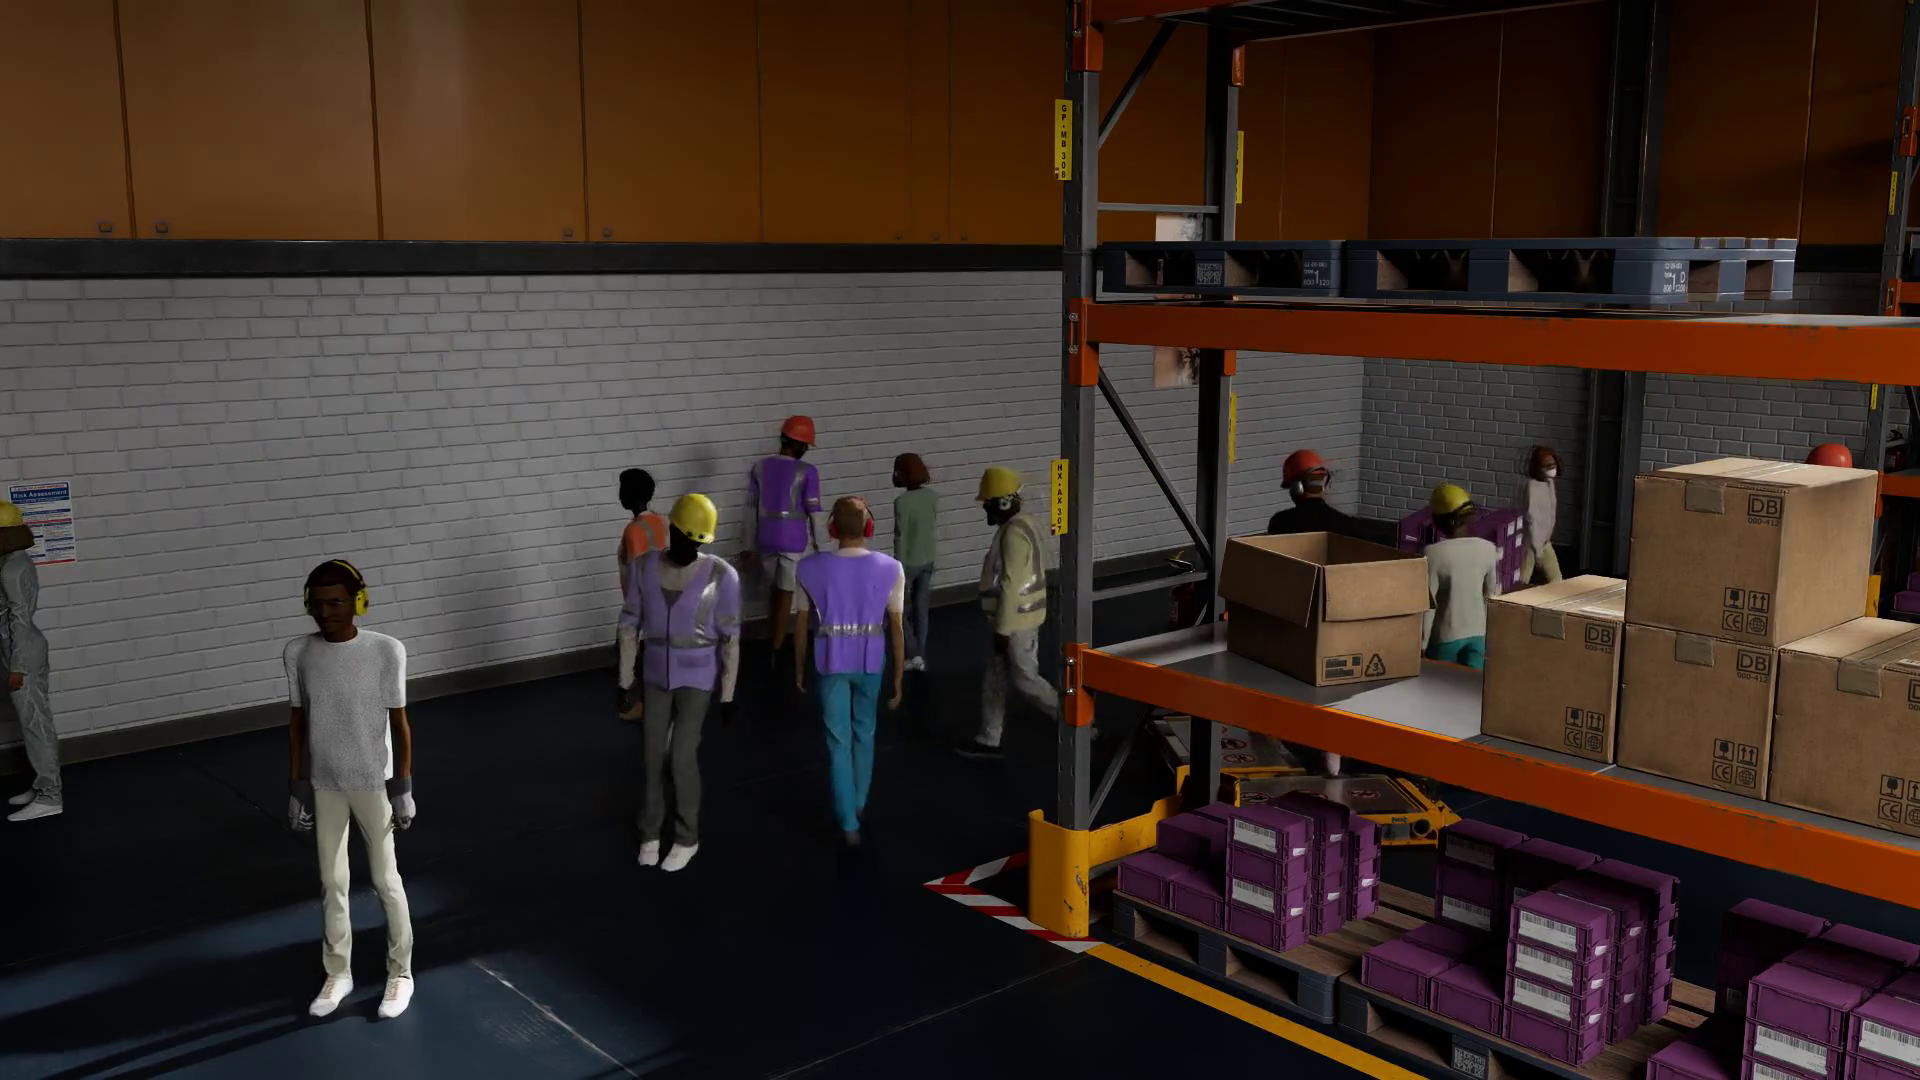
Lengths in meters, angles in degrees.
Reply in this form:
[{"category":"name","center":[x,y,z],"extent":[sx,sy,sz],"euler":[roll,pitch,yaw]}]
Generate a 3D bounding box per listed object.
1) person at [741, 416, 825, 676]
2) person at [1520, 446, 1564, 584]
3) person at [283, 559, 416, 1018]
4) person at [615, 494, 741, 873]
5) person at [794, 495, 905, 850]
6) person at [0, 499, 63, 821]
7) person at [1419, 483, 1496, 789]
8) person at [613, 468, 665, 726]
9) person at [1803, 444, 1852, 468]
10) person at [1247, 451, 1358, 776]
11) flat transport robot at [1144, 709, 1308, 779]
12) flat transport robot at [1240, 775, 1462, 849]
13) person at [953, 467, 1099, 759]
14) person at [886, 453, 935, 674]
[{"category":"person","center":[-1.280,0.025,12.224],"extent":[0.590,1.873,0.845],"euler":[4,11,24]},{"category":"person","center":[4.497,0.073,12.748],"extent":[0.797,1.587,0.512],"euler":[8,13,39]},{"category":"person","center":[-2.434,0.988,6.634],"extent":[0.514,1.861,0.316],"euler":[1,10,3]},{"category":"person","center":[-1.391,0.696,8.251],"extent":[0.628,1.881,0.419],"euler":[3,10,16]},{"category":"person","center":[-0.568,0.675,8.653],"extent":[0.571,1.809,0.922],"euler":[-2,10,-11]},{"category":"person","center":[-5.098,0.642,8.991],"extent":[0.322,1.743,0.489],"euler":[-4,11,-24]},{"category":"person","center":[2.831,0.544,9.547],"extent":[0.584,1.749,0.477],"euler":[-2,10,-13]},{"category":"person","center":[-2.054,0.374,10.717],"extent":[0.371,1.690,0.553],"euler":[1,10,7]},{"category":"person","center":[5.109,0.381,9.980],"extent":[0.374,1.928,0.542],"euler":[2,10,11]},{"category":"person","center":[1.931,0.460,9.549],"extent":[0.676,1.913,1.001],"euler":[-3,10,-19]},{"category":"flat transport robot","center":[1.530,1.257,9.694],"extent":[0.652,0.197,1.431],"euler":[-1,10,-5]},{"category":"flat transport robot","center":[1.893,1.426,8.702],"extent":[1.431,0.197,0.652],"euler":[-1,10,-5]},{"category":"person","center":[0.407,0.463,9.925],"extent":[0.826,1.795,0.633],"euler":[0,10,2]},{"category":"person","center":[-0.359,0.174,12.072],"extent":[0.342,1.627,0.520],"euler":[6,12,33]}]
